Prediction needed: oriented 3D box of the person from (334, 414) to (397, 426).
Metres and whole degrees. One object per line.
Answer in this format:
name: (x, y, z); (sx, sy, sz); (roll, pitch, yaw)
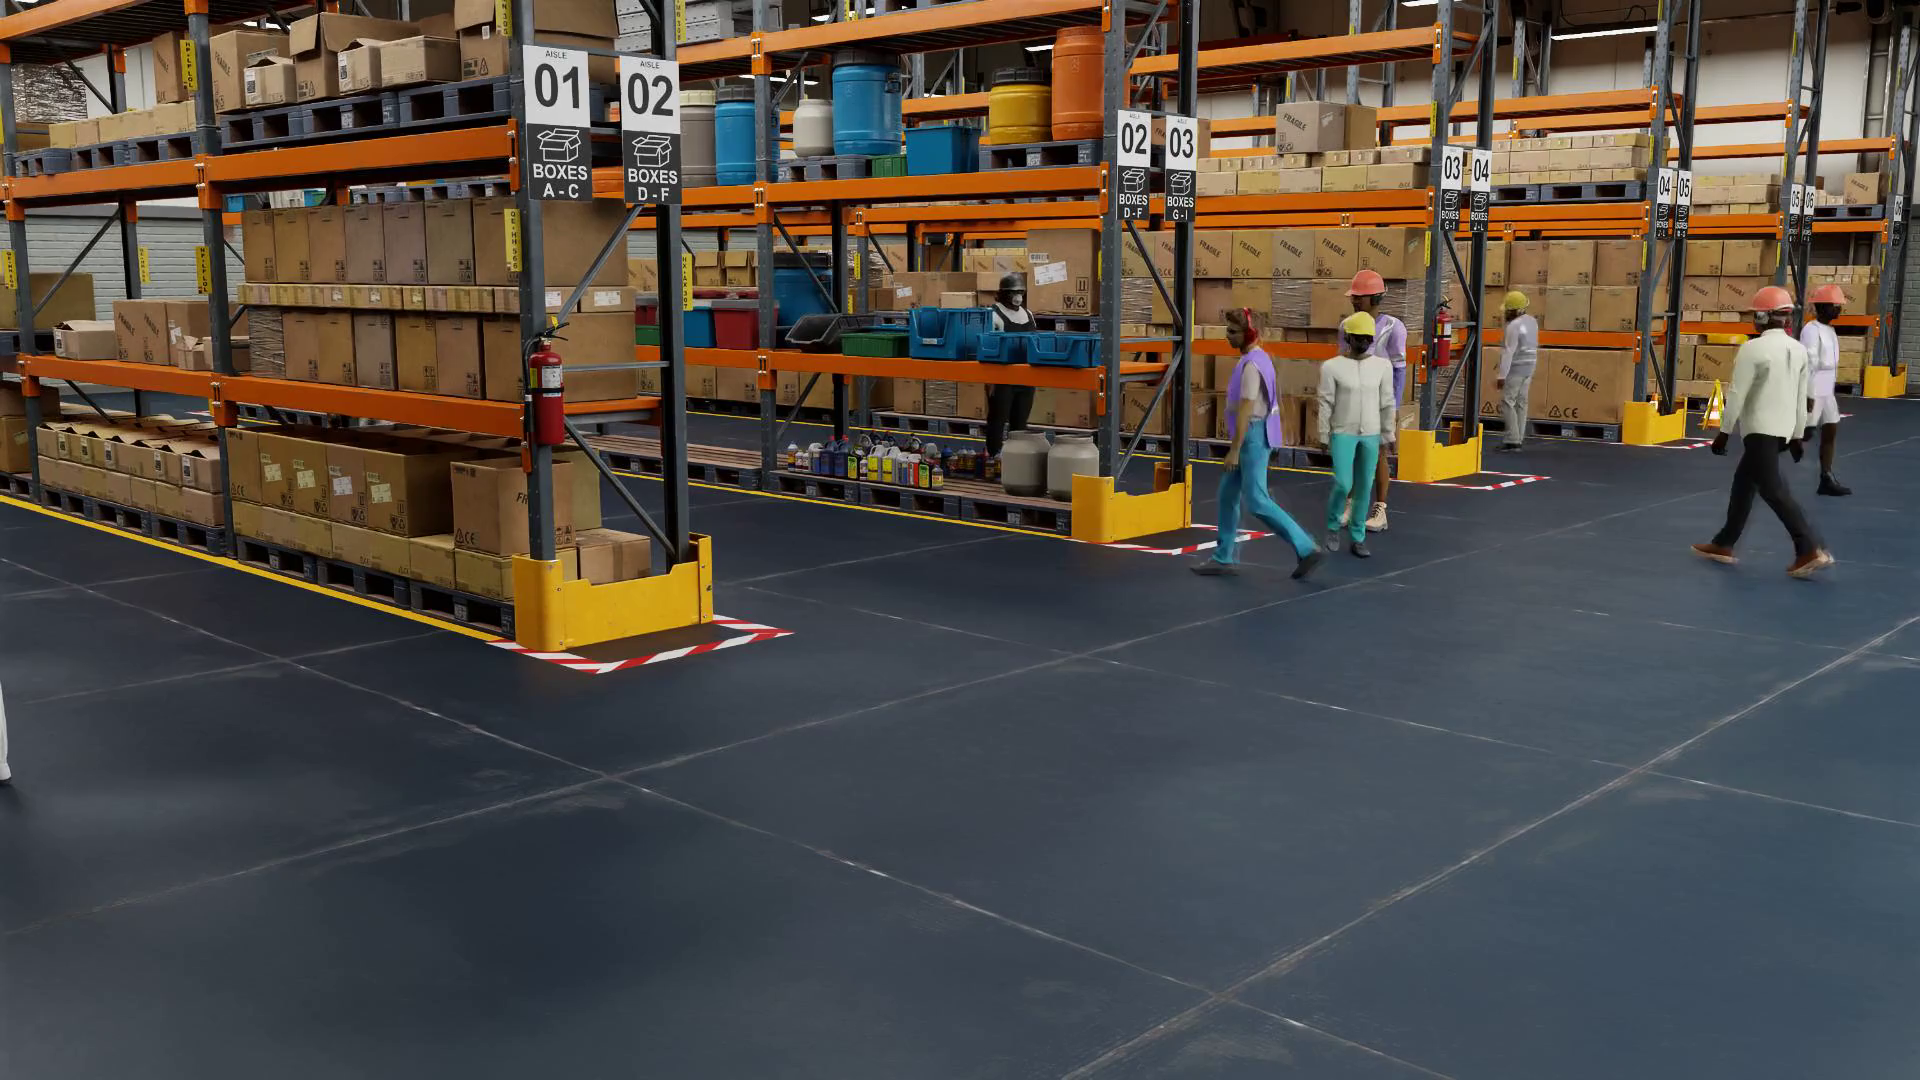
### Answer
person: (-5.156, -1.261, 14.381); (0.613, 1.947, 0.415); (-8, 12, -40)

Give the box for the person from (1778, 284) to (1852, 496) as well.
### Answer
person: (7.814, -1.389, 15.287); (0.553, 1.918, 0.804); (-7, 12, -38)

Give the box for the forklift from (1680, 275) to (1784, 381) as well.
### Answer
forklift: (12.480, -3.427, 27.053); (1.214, 2.155, 2.313); (9, 13, 43)

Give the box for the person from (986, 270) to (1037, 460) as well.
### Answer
person: (0.522, -1.579, 16.191); (0.692, 2.000, 0.537); (-8, 12, -41)

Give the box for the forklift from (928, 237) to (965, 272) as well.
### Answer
forklift: (-0.326, -5.817, 39.609); (1.129, 2.768, 1.873); (9, 13, 43)

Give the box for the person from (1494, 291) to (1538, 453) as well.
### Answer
person: (6.224, -1.868, 18.609); (0.638, 1.797, 0.413); (-8, 12, -40)

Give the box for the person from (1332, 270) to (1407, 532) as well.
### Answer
person: (3.183, -1.091, 13.071); (0.386, 2.039, 0.615); (-8, 12, -41)

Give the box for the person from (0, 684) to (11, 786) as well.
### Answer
person: (-3.946, 0.197, 6.434); (0.315, 1.629, 0.508); (2, 9, 10)

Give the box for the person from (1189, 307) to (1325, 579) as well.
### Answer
person: (1.989, -0.633, 10.981); (0.806, 1.811, 0.571); (1, 9, 4)

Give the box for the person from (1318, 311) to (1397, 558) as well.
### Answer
person: (2.826, -0.743, 11.839); (0.530, 1.754, 0.388); (-1, 9, -8)

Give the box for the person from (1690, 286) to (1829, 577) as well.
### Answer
person: (5.530, -0.752, 11.322); (0.603, 1.950, 1.049); (-6, 11, -32)
